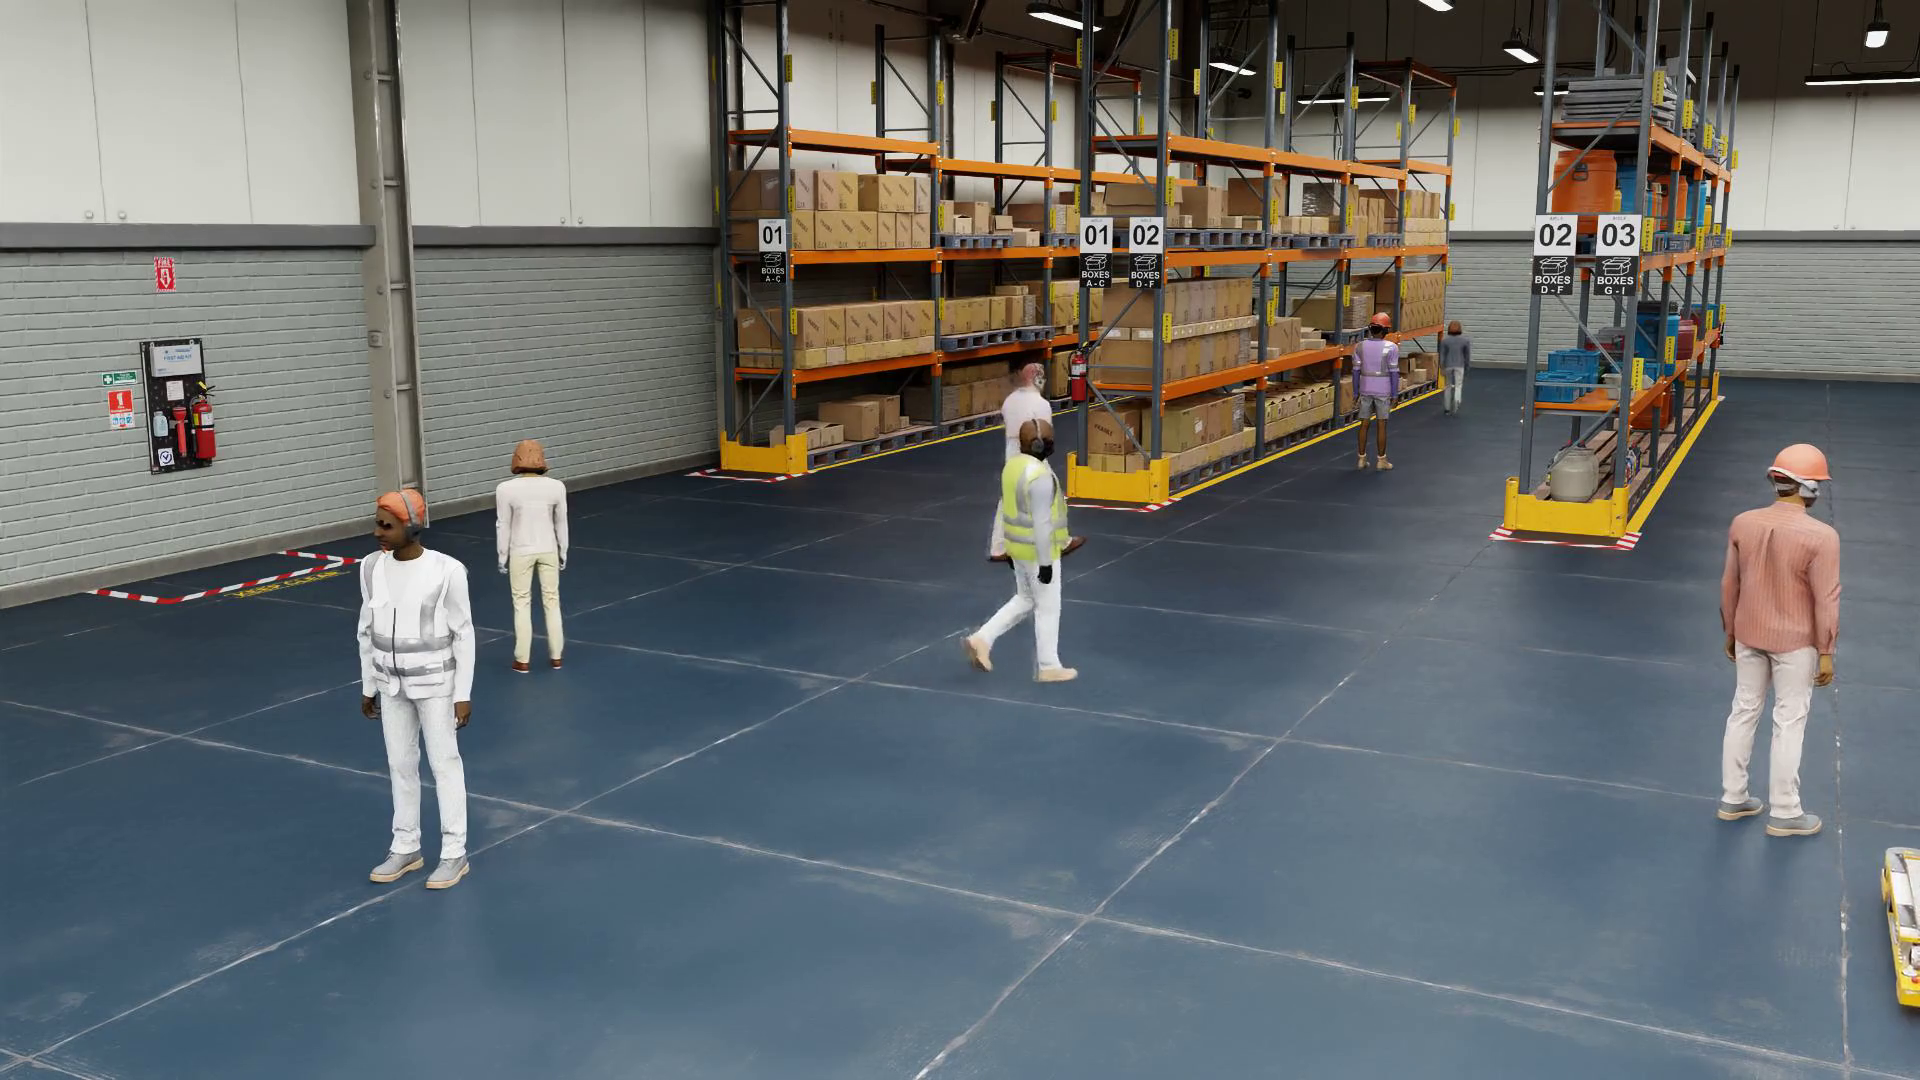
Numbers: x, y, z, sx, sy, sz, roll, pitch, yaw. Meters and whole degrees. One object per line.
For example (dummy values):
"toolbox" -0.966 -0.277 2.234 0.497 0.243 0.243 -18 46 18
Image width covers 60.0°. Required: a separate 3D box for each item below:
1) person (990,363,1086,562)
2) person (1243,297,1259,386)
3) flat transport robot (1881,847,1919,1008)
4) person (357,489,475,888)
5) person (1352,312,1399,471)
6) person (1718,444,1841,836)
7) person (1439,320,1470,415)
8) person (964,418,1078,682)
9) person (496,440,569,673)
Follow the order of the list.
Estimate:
"person" 0.698 -0.725 15.559 1.026 1.850 0.672 -8 13 -37
"person" 5.146 -3.394 29.871 0.631 1.944 0.631 8 13 36
"flat transport robot" 4.277 1.640 6.976 0.652 0.197 1.431 5 12 26
"person" -2.535 0.691 7.751 0.584 1.881 0.337 3 11 17
"person" 5.394 -1.918 21.540 0.615 2.041 0.392 8 13 36
"person" 4.191 0.501 8.489 0.399 1.989 0.623 -6 12 -28
"person" 8.362 -2.915 28.156 0.500 1.610 0.652 3 11 16
"person" 0.436 0.082 11.247 0.694 1.823 0.631 -3 11 -17
"person" -2.979 0.112 11.621 0.505 1.624 0.290 -6 12 -30
